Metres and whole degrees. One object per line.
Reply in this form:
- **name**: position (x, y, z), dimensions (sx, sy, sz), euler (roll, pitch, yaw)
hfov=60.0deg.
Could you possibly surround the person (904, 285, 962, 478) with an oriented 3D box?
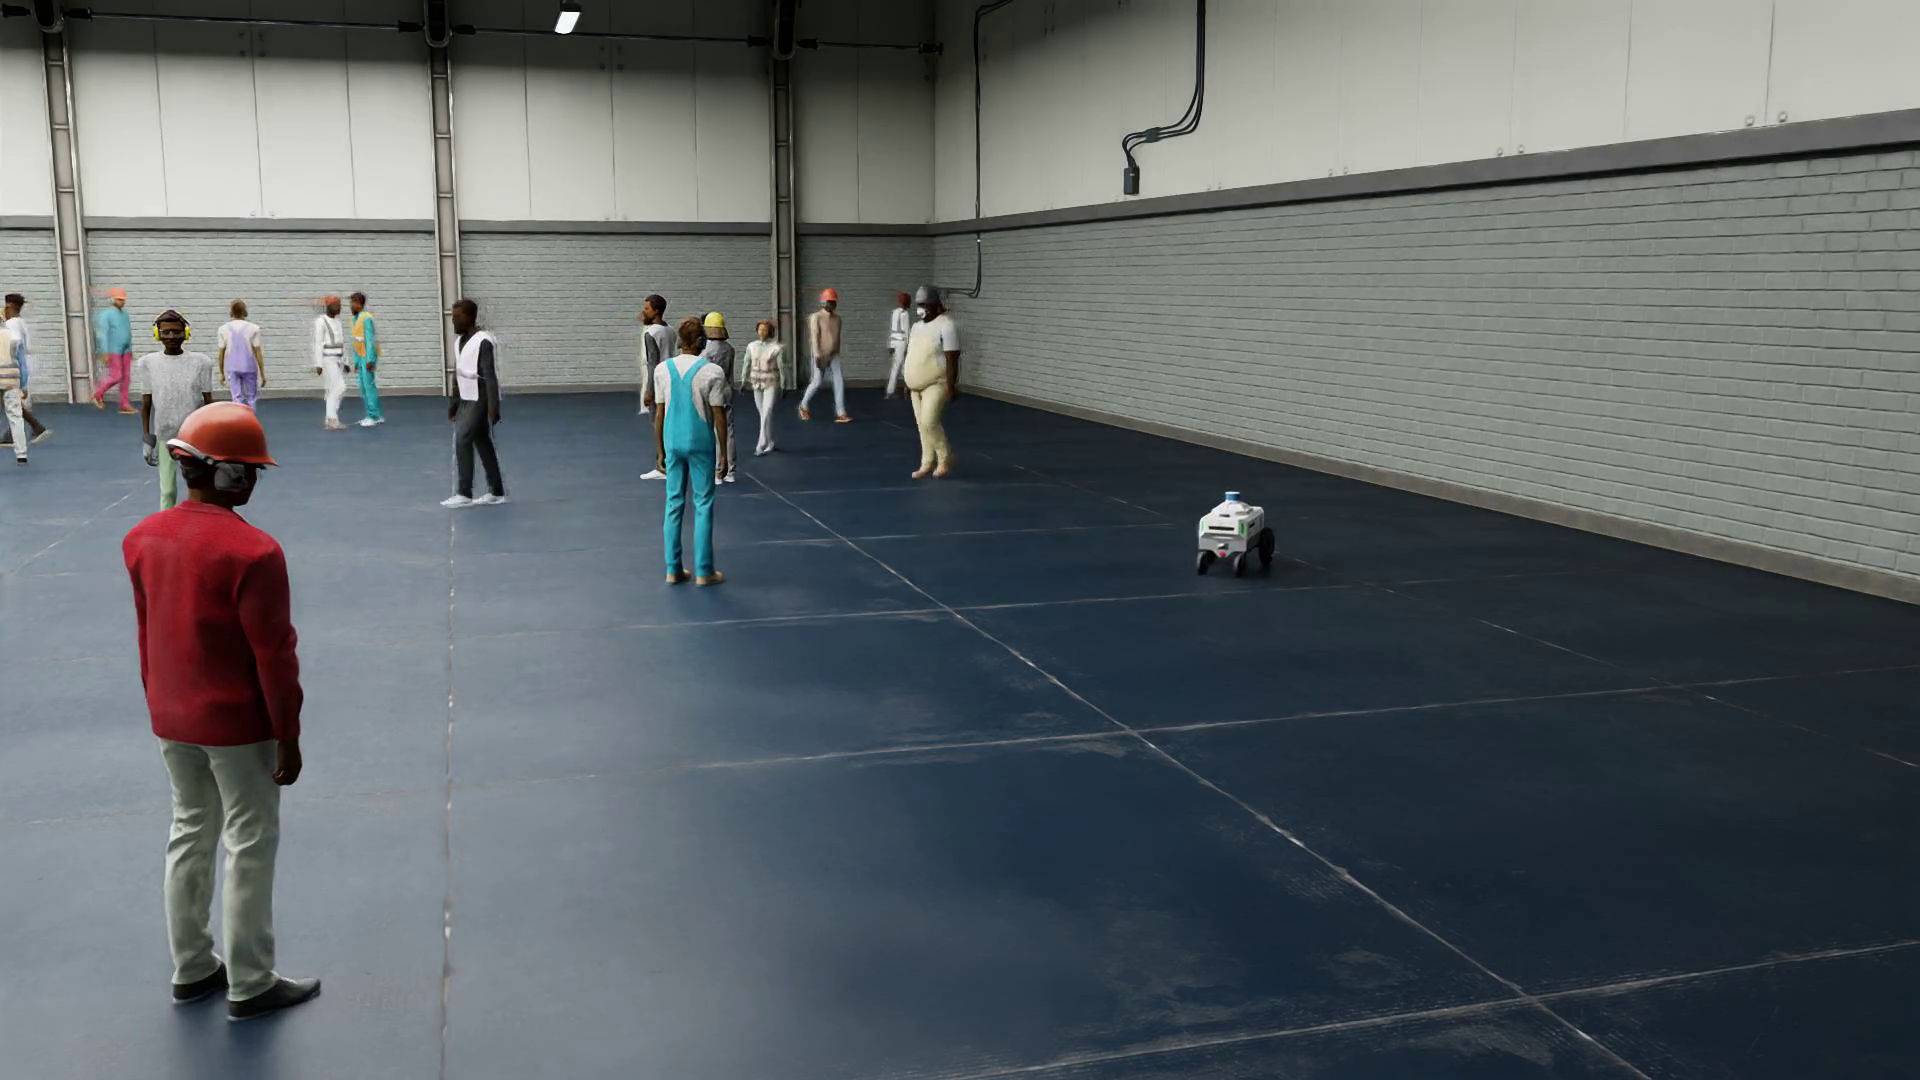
- **person**: position (-0.331, -1.643, 17.290), dimensions (0.538, 2.000, 0.701), euler (-7, 11, -38)

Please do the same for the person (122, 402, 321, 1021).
- **person**: position (-2.061, 0.481, 4.699), dimensions (0.573, 1.739, 0.351), euler (4, 10, 25)

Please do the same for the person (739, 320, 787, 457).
- **person**: position (-2.330, -1.808, 19.775), dimensions (0.521, 1.599, 0.795), euler (4, 10, 26)

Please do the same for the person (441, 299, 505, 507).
- **person**: position (-4.533, -1.240, 15.165), dimensions (0.794, 1.889, 0.633), euler (-7, 11, -37)

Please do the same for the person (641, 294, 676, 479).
- **person**: position (-3.133, -1.596, 17.374), dimensions (0.386, 1.921, 0.595), euler (2, 9, 10)

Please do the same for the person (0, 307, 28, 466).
- **person**: position (-10.662, -1.721, 18.441), dimensions (0.588, 1.835, 0.403), euler (-7, 11, -38)

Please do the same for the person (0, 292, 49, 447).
- **person**: position (-11.740, -2.096, 20.590), dimensions (0.577, 1.918, 0.658), euler (-4, 10, -26)

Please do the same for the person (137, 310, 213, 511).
- **person**: position (-5.645, -0.729, 12.041), dimensions (0.510, 1.863, 0.326), euler (-4, 10, -22)

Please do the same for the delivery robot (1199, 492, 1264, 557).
- **delivery robot**: position (1.946, -0.103, 11.887), dimensions (0.477, 0.478, 0.707), euler (3, 10, 21)

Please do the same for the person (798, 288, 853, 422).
- **person**: position (-1.991, -2.703, 24.332), dimensions (0.614, 1.961, 0.933), euler (-8, 12, -43)

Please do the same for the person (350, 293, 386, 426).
- **person**: position (-8.435, -2.575, 23.755), dimensions (0.443, 1.886, 0.681), euler (-6, 11, -32)

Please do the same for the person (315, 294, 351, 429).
- **person**: position (-8.621, -2.450, 22.980), dimensions (0.496, 1.866, 0.600), euler (1, 9, 5)

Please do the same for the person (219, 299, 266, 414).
- **person**: position (-8.996, -2.098, 20.849), dimensions (0.539, 1.835, 0.517), euler (-2, 9, -11)

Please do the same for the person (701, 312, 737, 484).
- **person**: position (-2.481, -1.438, 16.932), dimensions (0.294, 1.744, 0.487), euler (5, 10, 28)

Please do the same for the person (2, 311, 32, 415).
- **person**: position (-14.376, -2.708, 25.370), dimensions (0.313, 1.638, 0.513), euler (-6, 11, -33)

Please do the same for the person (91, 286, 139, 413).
- **person**: position (-13.105, -2.935, 25.760), dimensions (0.619, 1.971, 0.614), euler (1, 9, 8)

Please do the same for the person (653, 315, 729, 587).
- **person**: position (-1.814, -0.593, 11.252), dimensions (0.511, 1.837, 0.353), euler (2, 9, 13)
